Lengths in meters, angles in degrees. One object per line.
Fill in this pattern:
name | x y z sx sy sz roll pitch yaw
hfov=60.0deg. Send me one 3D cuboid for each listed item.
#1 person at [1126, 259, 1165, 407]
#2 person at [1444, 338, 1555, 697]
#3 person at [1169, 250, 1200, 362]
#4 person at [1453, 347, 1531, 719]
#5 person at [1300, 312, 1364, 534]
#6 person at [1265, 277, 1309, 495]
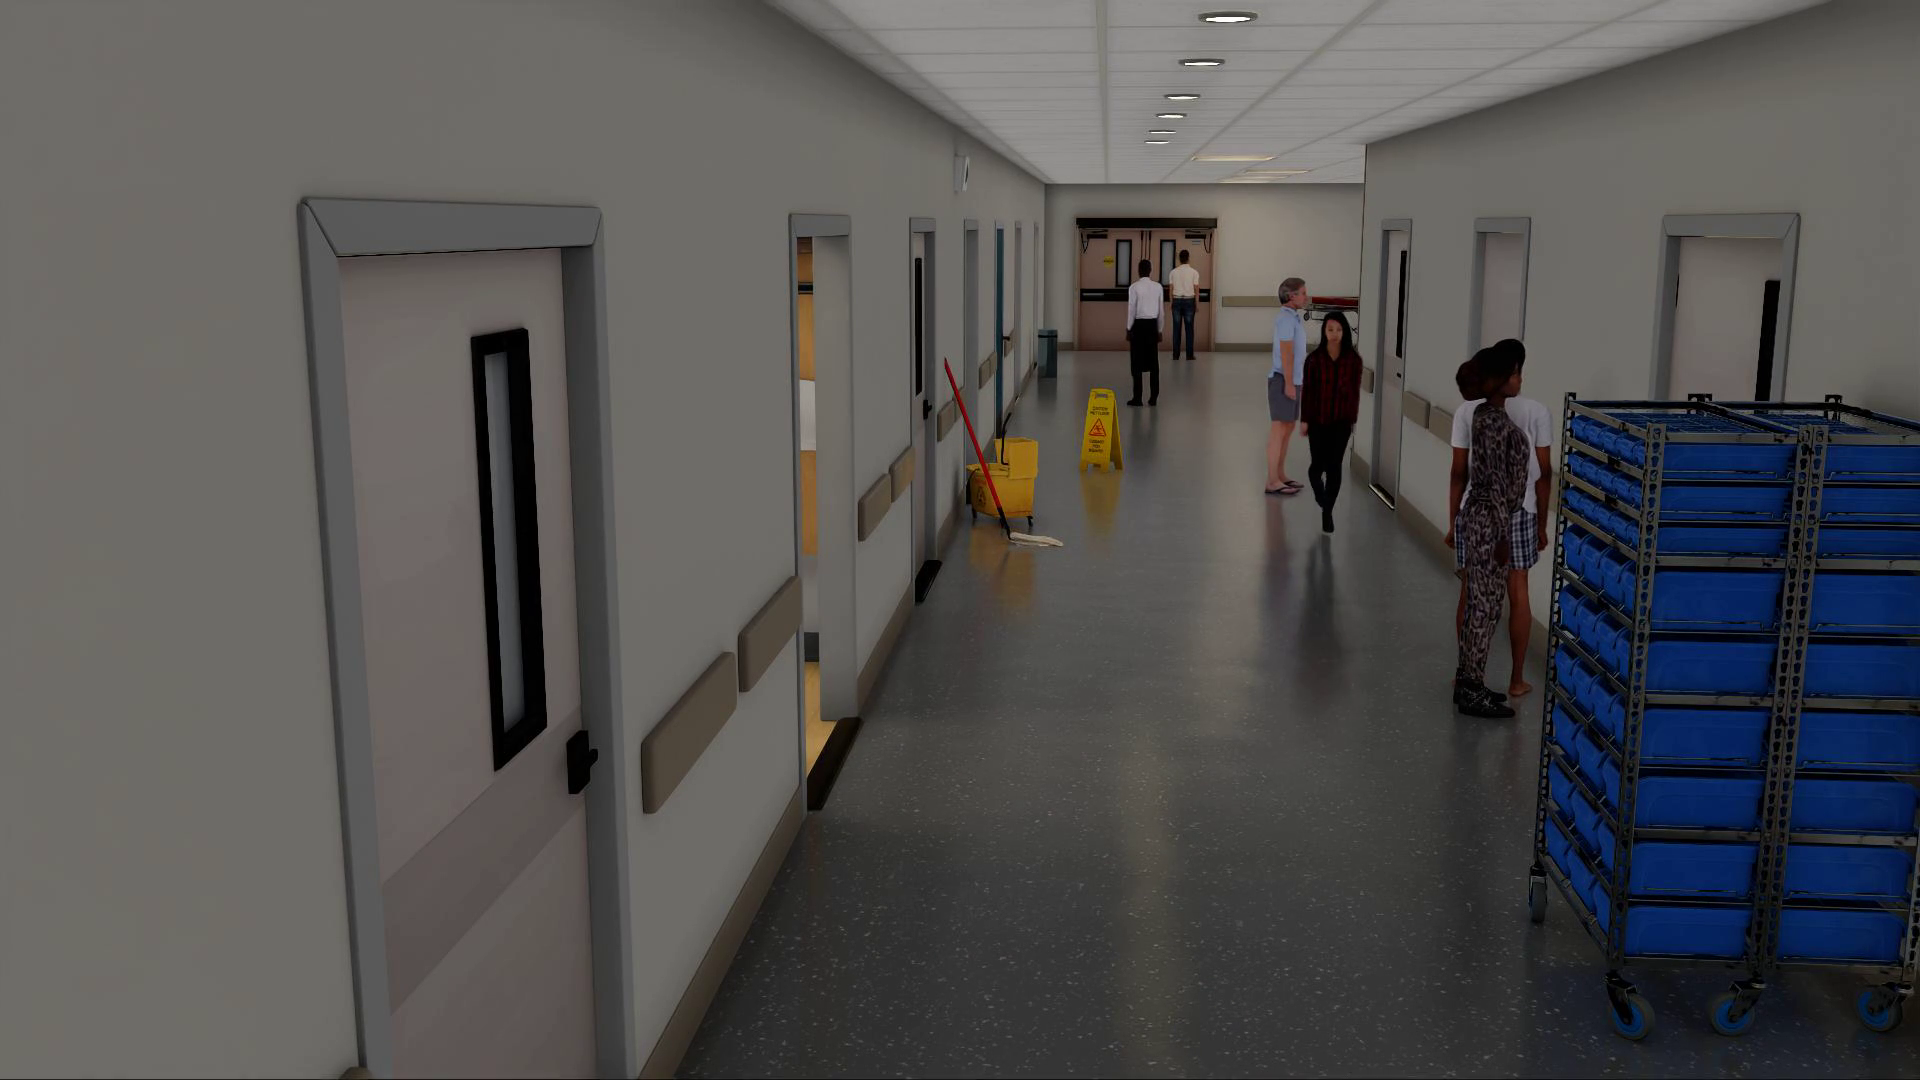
person | 2.333 -2.628 21.083 0.711 1.834 0.660 -3 11 -15
person | 2.607 -0.109 8.075 0.689 1.734 0.635 4 12 21
person | 3.785 -3.984 28.169 0.700 1.856 0.632 3 11 15
person | 2.468 -0.042 7.776 0.658 1.714 0.537 2 11 12
person | 2.767 -0.882 12.451 0.580 1.621 0.870 1 11 5
person | 2.788 -1.336 14.287 0.766 1.829 0.590 4 12 21
